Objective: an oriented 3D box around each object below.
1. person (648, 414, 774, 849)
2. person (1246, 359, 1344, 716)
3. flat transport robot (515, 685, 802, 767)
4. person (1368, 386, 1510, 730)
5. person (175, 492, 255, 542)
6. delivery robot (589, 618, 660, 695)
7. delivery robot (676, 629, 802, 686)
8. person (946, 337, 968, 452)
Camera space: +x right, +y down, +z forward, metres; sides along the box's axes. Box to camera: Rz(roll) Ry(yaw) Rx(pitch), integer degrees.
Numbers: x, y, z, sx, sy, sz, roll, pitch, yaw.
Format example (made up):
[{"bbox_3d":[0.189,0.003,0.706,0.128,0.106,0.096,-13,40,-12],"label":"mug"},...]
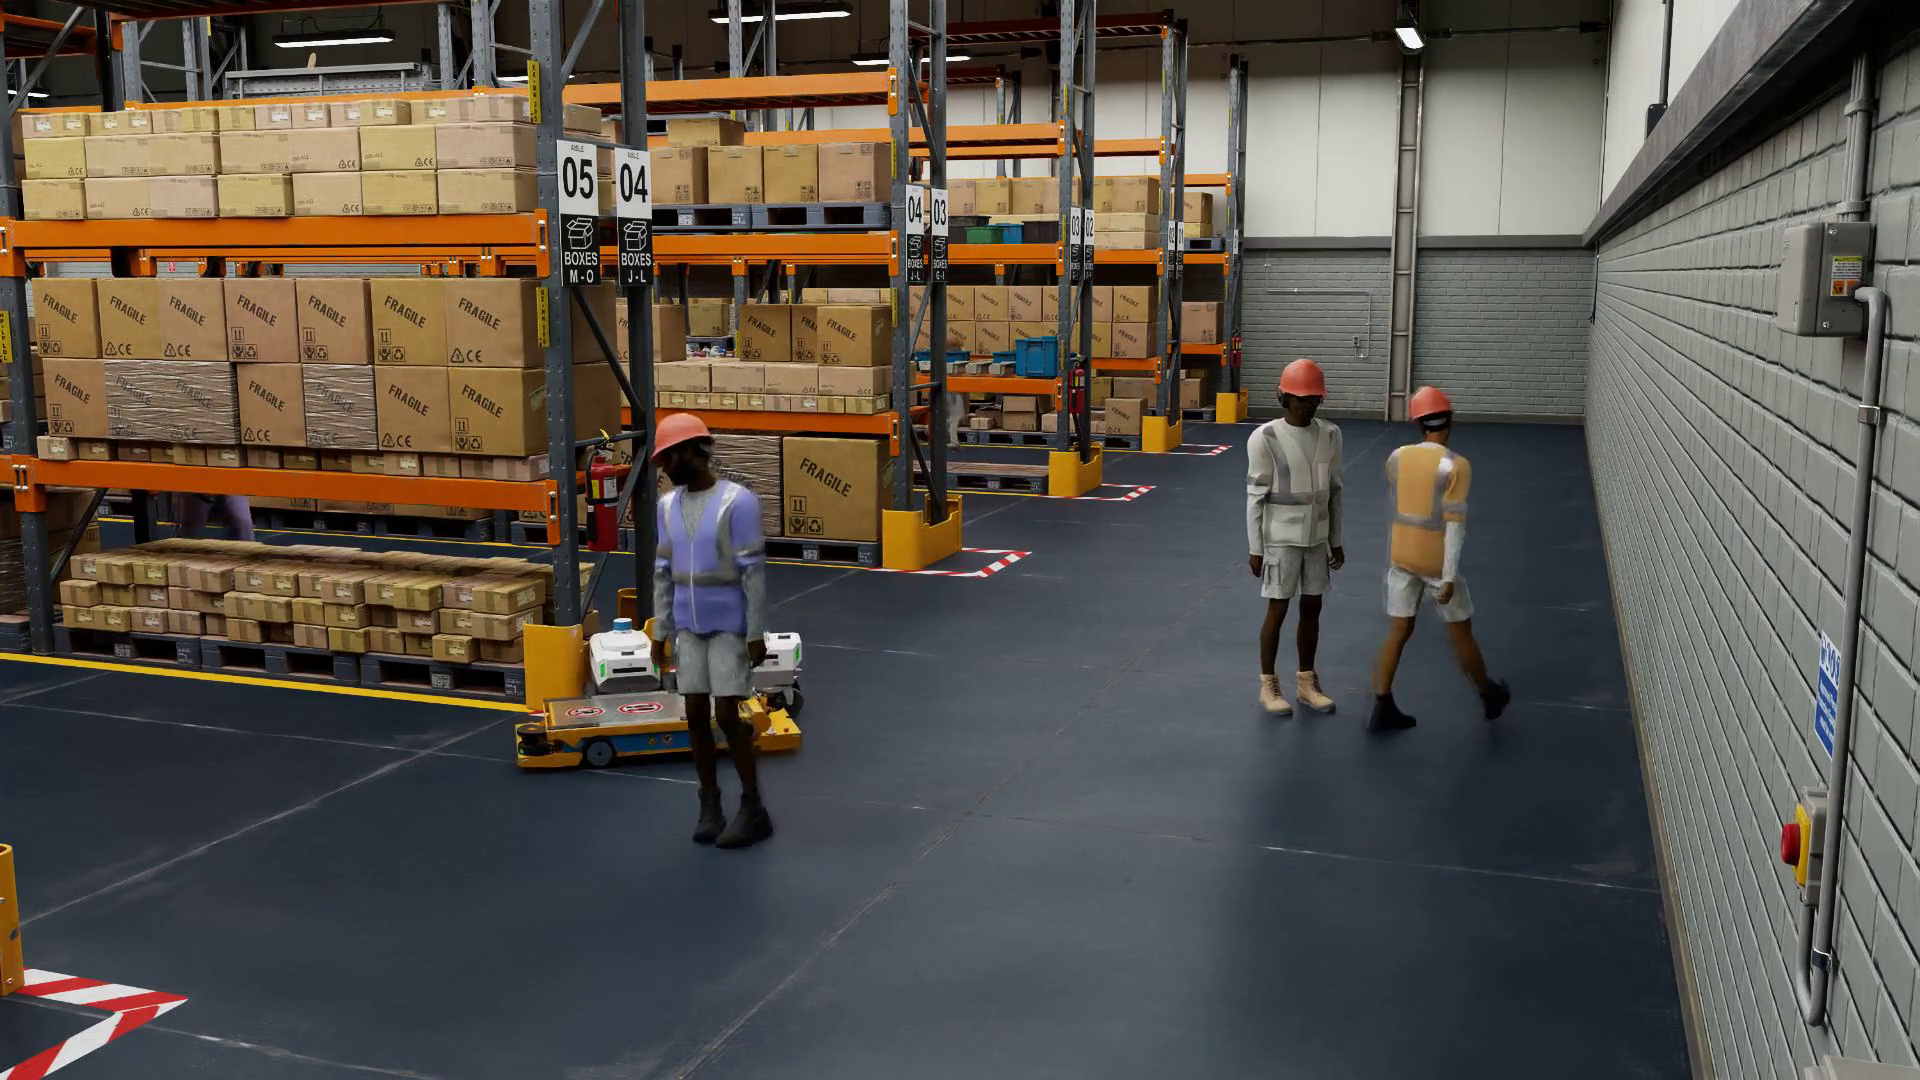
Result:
[{"bbox_3d":[-1.105,0.398,7.352,0.640,1.880,0.440,5,10,27],"label":"person"},{"bbox_3d":[1.915,-0.010,9.431,0.613,2.030,0.404,-4,10,-23],"label":"person"},{"bbox_3d":[-1.601,0.970,8.772,1.431,0.197,0.652,-3,9,-16],"label":"flat transport robot"},{"bbox_3d":[2.635,0.102,9.190,0.885,1.882,0.551,-7,12,-38],"label":"person"},{"bbox_3d":[-5.736,-0.457,12.770,1.018,1.857,0.655,4,10,23],"label":"person"},{"bbox_3d":[-1.897,0.684,9.380,0.477,0.478,0.707,-3,10,-16],"label":"delivery robot"},{"bbox_3d":[-1.261,0.665,9.504,0.707,0.478,0.477,-1,9,-9],"label":"delivery robot"},{"bbox_3d":[-0.124,-2.039,23.369,0.455,1.624,0.509,2,9,13],"label":"person"}]
